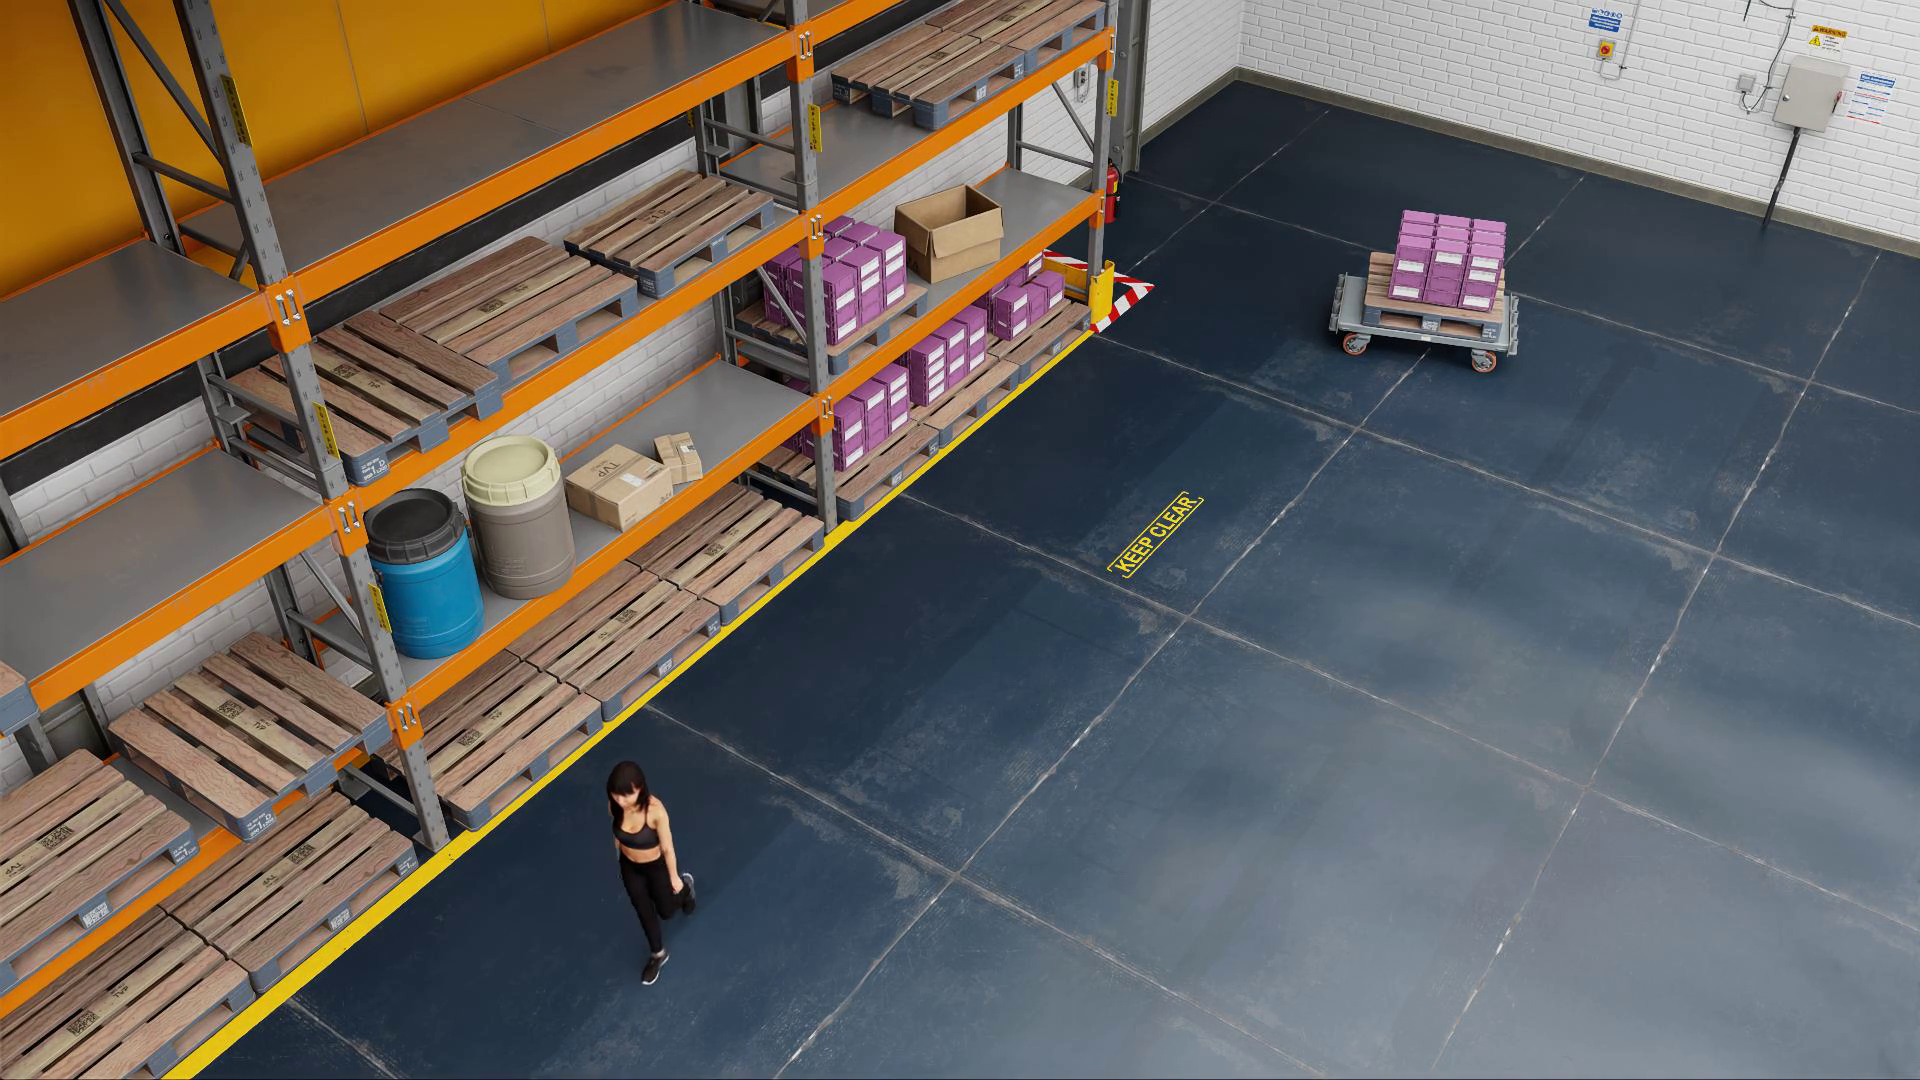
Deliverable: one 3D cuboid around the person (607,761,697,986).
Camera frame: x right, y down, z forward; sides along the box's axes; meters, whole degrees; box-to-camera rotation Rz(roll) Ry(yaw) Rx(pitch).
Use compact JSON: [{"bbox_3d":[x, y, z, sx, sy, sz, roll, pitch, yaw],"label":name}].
[{"bbox_3d":[-1.747,1.810,9.513,0.738,1.634,0.947,11,40,13],"label":"person"}]
